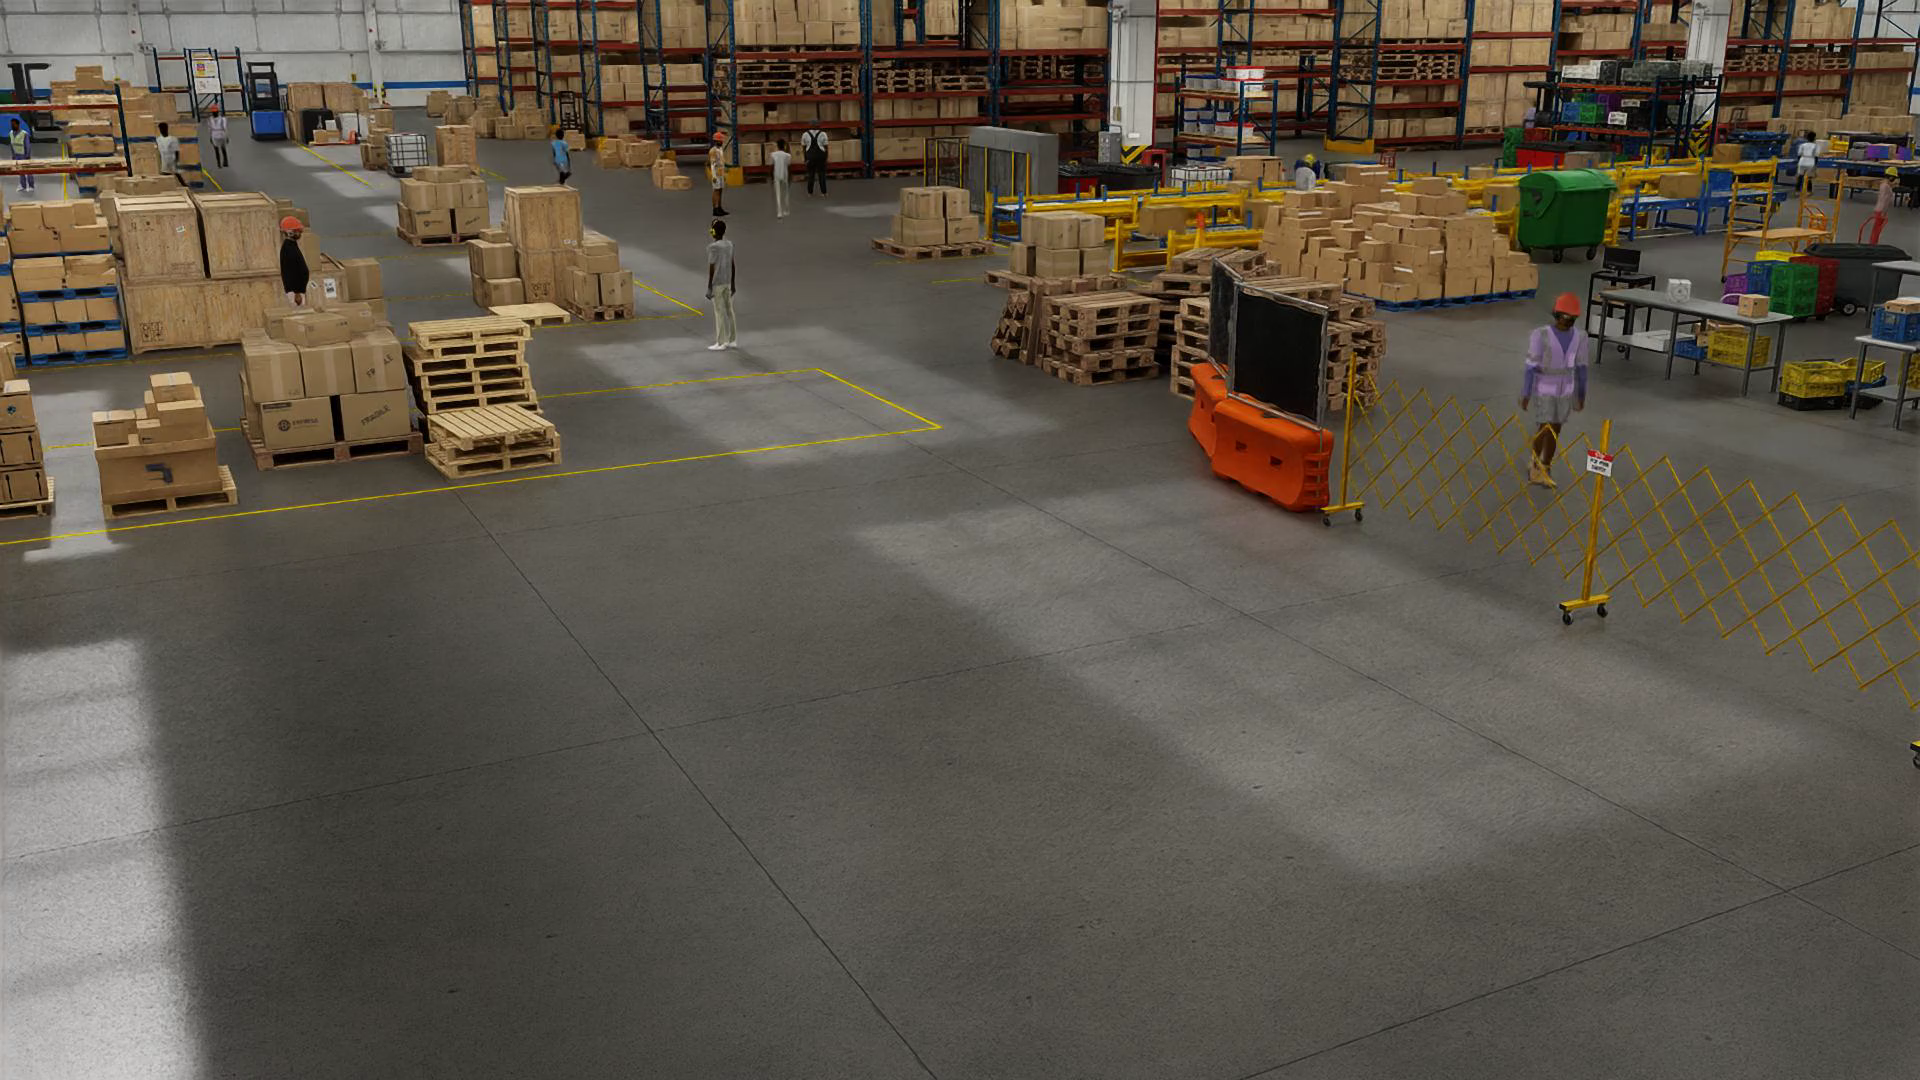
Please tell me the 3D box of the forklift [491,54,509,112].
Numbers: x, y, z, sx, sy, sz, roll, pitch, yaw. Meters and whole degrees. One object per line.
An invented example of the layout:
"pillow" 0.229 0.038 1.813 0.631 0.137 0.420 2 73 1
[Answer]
"forklift" -19.651 -19.550 71.784 1.873 2.768 1.129 -9 20 -26

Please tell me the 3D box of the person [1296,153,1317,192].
"person" 7.285 -7.289 35.300 0.804 1.806 0.595 -10 20 -28

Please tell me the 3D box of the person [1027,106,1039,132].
"person" 2.266 -13.092 53.557 0.531 1.698 0.320 6 19 19

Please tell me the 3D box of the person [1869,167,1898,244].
"person" 18.193 -6.459 32.778 0.320 1.762 0.522 8 19 23

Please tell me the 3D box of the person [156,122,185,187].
"person" -20.431 -9.837 43.052 0.616 1.927 0.978 3 18 8

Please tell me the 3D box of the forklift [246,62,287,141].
"forklift" -25.608 -16.177 61.268 1.129 2.768 1.873 -9 20 -26

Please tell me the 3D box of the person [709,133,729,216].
"person" -5.676 -8.626 39.251 0.372 1.933 0.552 6 19 17

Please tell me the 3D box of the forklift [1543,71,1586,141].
"forklift" 18.685 -13.231 52.085 1.873 2.768 1.129 -9 20 -26

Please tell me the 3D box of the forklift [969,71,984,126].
"forklift" 0.382 -13.513 52.963 1.873 2.768 1.129 -9 20 -26

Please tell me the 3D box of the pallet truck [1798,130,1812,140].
"pallet truck" 25.526 -11.556 49.408 1.630 1.274 0.653 -9 20 -26

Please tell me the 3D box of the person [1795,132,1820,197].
"person" 21.986 -9.733 43.155 0.539 1.658 0.785 16 24 40

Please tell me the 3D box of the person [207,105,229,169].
"person" -22.734 -12.382 51.028 0.553 1.906 0.933 -5 19 -16

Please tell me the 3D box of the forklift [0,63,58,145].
"forklift" -33.566 -15.610 59.499 1.873 2.768 1.129 -9 20 -26

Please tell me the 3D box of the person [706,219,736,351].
"person" -3.435 -3.653 23.861 0.319 1.866 0.532 14 23 37

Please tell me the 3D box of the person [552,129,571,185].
"person" -10.552 -10.020 43.983 0.548 1.686 0.449 10 20 29

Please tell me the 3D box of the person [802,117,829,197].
"person" -3.732 -9.926 43.132 0.687 2.000 0.538 1 18 2

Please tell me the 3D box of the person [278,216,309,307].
"person" -9.220 -3.494 23.149 0.374 1.997 0.613 -6 19 -17

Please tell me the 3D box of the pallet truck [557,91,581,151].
"pallet truck" -13.495 -14.412 57.188 0.823 1.965 1.885 -3 18 -9

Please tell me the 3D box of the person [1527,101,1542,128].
"person" 18.634 -13.259 53.759 0.983 1.892 0.636 -12 21 -33

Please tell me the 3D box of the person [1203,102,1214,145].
"person" 8.552 -14.348 57.590 0.525 1.616 0.505 -1 18 -2

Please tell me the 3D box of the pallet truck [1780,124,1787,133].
"pallet truck" 25.206 -12.542 52.601 1.601 1.201 0.680 0 18 -2

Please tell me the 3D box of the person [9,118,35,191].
"person" -25.123 -10.309 44.521 0.587 1.920 0.391 5 19 16

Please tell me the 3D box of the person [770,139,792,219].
"person" -4.186 -8.438 38.858 0.538 1.831 0.965 -1 18 -2

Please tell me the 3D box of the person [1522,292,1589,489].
"person" 6.055 -1.503 16.889 0.642 2.028 0.424 -3 18 -9

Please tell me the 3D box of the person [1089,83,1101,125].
"person" 5.554 -18.188 69.161 0.702 1.881 0.489 1 18 4
